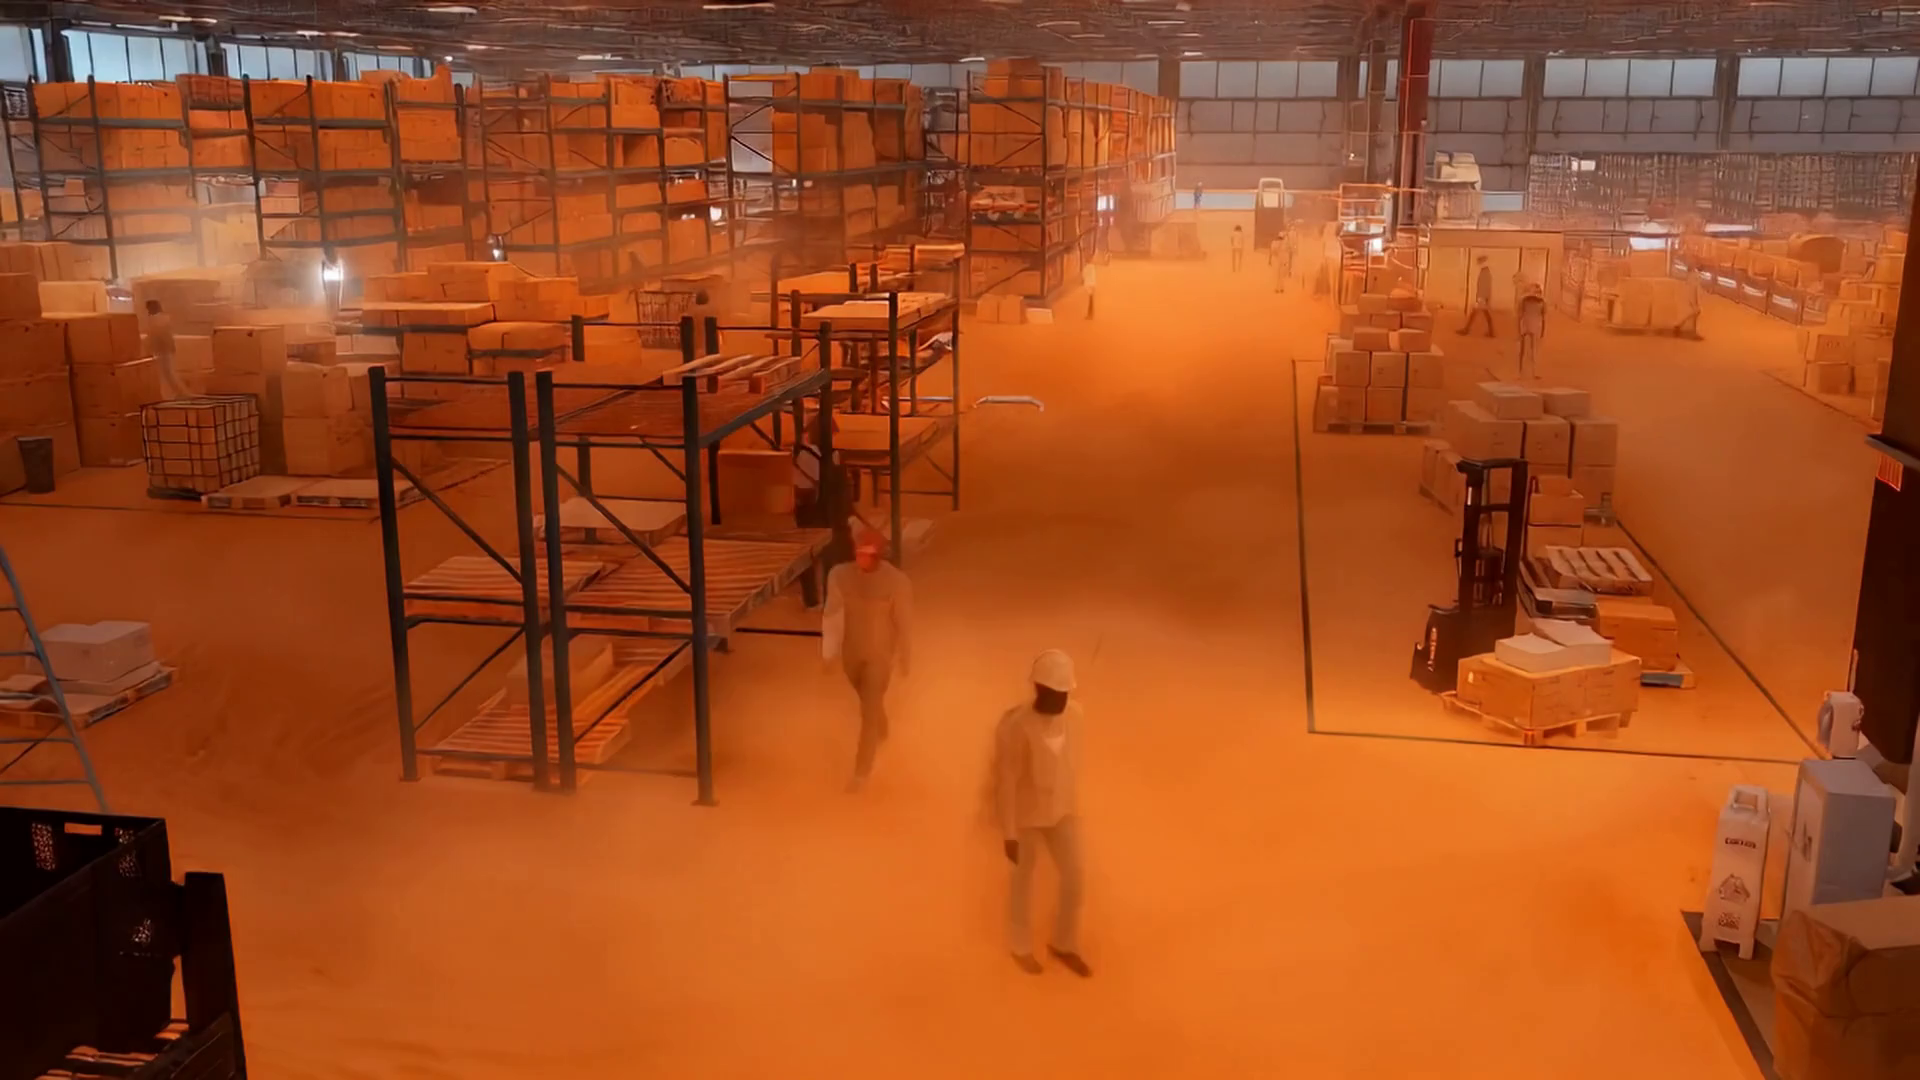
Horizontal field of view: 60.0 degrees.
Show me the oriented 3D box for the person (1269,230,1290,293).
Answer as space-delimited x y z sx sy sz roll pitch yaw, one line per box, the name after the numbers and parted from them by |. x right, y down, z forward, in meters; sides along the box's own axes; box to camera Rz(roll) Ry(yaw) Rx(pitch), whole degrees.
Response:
9.248 -8.046 48.095 0.626 1.795 0.852 1 14 2 | person

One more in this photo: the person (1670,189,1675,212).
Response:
34.586 -16.129 80.893 0.668 1.803 0.632 4 15 18 | person

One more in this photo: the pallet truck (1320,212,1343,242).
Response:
15.874 -13.227 70.310 0.680 1.201 1.601 10 17 35 | pallet truck

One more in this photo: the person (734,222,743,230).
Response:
-8.136 -11.107 60.496 0.851 1.809 0.664 3 14 14 | person

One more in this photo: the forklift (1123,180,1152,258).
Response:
6.082 -11.722 60.796 1.873 2.768 1.129 2 14 9 | forklift

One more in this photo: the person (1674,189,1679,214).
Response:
35.745 -16.670 83.147 0.585 1.800 0.977 0 14 -1 | person

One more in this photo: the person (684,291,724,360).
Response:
-4.487 -3.399 29.087 0.653 1.902 0.965 1 14 5 | person

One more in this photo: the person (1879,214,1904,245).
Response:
31.328 -10.041 56.036 0.679 1.868 0.905 4 14 17 | person

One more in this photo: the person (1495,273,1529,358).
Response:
11.452 -4.635 34.367 0.794 1.736 0.544 5 15 18 | person

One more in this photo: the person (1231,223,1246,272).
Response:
9.278 -9.764 55.495 0.507 1.596 0.839 1 14 3 | person

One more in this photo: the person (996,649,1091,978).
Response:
0.469 1.513 9.077 0.612 1.906 0.625 -8 16 -29 | person

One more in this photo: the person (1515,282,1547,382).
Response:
10.675 -3.882 31.102 0.586 1.851 0.448 8 16 29 | person

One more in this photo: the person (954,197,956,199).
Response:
-0.533 -18.869 92.063 0.648 1.792 0.922 -2 14 -8 | person

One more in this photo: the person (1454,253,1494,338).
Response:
11.739 -5.541 37.728 0.946 1.890 0.568 7 15 25 | person

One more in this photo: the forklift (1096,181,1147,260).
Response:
5.927 -11.608 60.330 1.873 2.768 1.129 3 14 11 | forklift

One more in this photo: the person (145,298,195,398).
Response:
-13.341 -3.116 27.911 1.006 1.900 0.624 -1 14 -6 | person

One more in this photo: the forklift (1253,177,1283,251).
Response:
12.083 -12.747 64.956 1.129 2.768 1.873 3 14 10 | forklift

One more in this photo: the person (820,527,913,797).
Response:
-0.649 0.808 11.991 0.632 1.891 1.064 5 15 20 | person

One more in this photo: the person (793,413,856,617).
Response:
-1.213 -0.237 15.893 0.792 2.000 0.713 8 16 29 | person

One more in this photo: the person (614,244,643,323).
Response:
-7.904 -6.096 39.857 0.973 1.947 0.642 -4 14 -16 | person

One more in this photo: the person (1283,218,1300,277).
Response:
10.573 -9.355 53.245 0.599 1.889 0.608 8 16 29 | person

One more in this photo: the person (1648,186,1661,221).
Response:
33.317 -15.949 79.780 0.612 1.994 0.395 -1 14 -3 | person

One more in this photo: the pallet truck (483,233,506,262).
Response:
-11.832 -7.026 43.548 1.885 1.965 0.823 8 16 28 | pallet truck

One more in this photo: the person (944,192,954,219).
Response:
-0.596 -17.878 88.119 0.572 1.746 0.341 2 14 7 | person

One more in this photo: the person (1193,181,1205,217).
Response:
13.087 -18.639 90.853 0.682 1.924 0.431 10 17 35 | person

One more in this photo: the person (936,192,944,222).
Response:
-1.052 -17.166 85.104 0.415 1.821 0.609 3 14 12 | person

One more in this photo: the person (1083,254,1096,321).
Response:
3.194 -6.237 41.079 0.309 1.639 0.522 1 14 2 | person

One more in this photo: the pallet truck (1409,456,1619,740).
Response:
4.504 0.400 13.395 0.823 1.965 1.885 -6 15 -23 | pallet truck

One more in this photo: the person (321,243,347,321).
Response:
-15.446 -6.374 41.083 0.588 1.911 0.400 -7 16 -28 | person

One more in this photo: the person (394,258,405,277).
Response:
-13.087 -5.740 38.941 0.318 1.700 0.535 -5 15 -18 | person

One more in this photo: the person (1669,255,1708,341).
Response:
16.283 -5.391 37.073 0.729 1.922 0.553 3 14 12 | person

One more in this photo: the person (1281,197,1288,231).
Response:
14.247 -14.301 73.642 0.528 1.734 0.785 4 14 15 | person

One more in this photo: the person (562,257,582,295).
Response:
-9.391 -6.028 40.253 0.328 1.625 0.532 8 16 31 | person
